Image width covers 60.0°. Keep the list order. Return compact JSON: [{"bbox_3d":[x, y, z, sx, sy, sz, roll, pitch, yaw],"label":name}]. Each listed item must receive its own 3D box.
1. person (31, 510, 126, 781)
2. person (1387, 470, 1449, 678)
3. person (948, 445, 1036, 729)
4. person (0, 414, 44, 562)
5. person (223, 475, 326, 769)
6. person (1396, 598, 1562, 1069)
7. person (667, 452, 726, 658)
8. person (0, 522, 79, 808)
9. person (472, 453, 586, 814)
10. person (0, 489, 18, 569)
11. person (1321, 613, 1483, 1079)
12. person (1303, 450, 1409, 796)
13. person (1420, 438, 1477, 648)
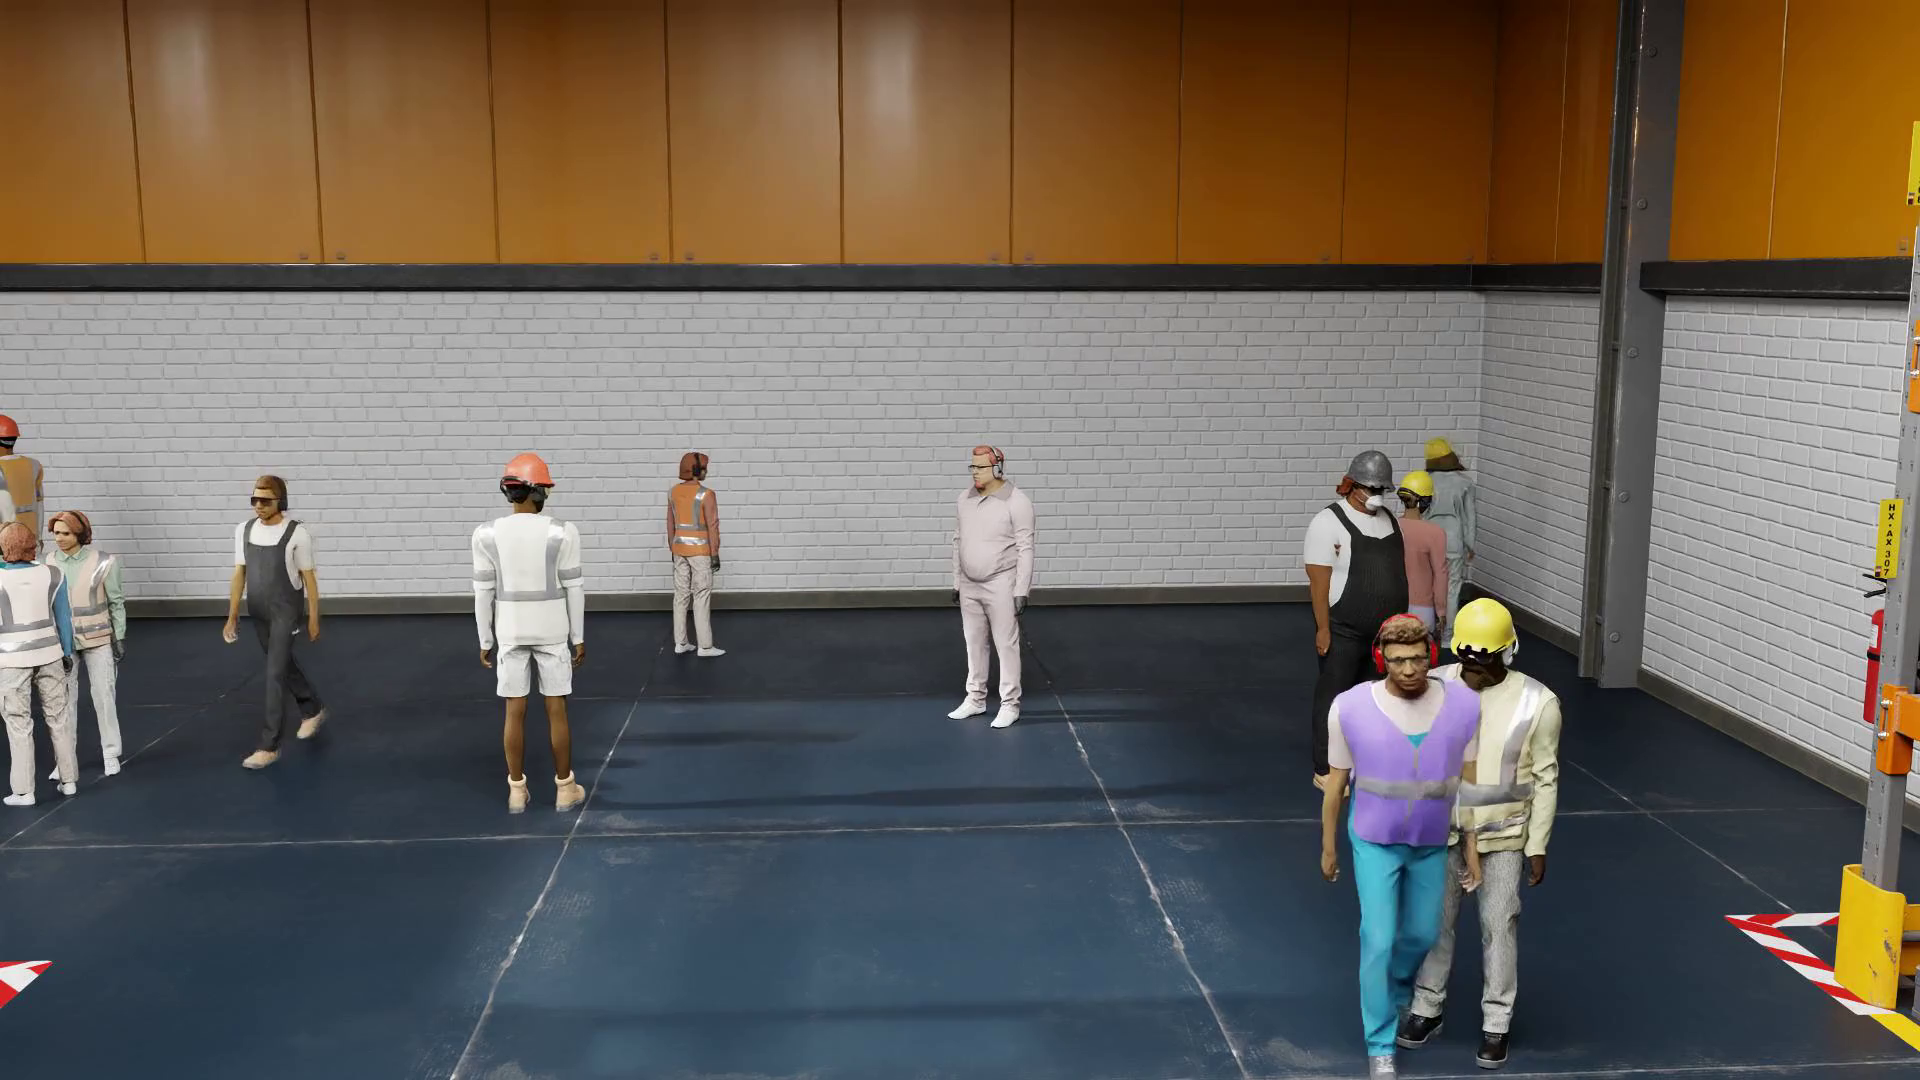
[{"bbox_3d":[-5.306,0.629,10.032,0.517,1.636,0.313,-2,9,-15],"label":"person"},{"bbox_3d":[2.960,0.422,10.928,0.534,1.767,0.320,8,12,42],"label":"person"},{"bbox_3d":[0.185,0.309,11.198,0.651,1.906,0.403,8,12,39],"label":"person"},{"bbox_3d":[-7.531,-0.027,13.207,0.360,1.939,0.543,3,10,20],"label":"person"},{"bbox_3d":[-4.324,0.467,10.567,0.517,1.804,0.970,2,9,15],"label":"person"},{"bbox_3d":[1.979,1.113,6.415,0.589,1.822,0.403,6,11,34],"label":"person"},{"bbox_3d":[-2.115,0.119,13.232,0.518,1.636,0.312,6,11,35],"label":"person"},{"bbox_3d":[-5.335,0.710,9.517,0.311,1.638,0.521,7,11,37],"label":"person"},{"bbox_3d":[-2.416,0.530,9.399,0.605,2.038,0.394,0,9,-2],"label":"person"},{"bbox_3d":[-7.343,0.191,12.466,0.576,1.745,0.310,-1,9,-5],"label":"person"},{"bbox_3d":[1.655,1.129,6.379,0.594,1.811,0.663,-1,9,-4],"label":"person"},{"bbox_3d":[2.372,0.472,9.752,0.676,2.000,0.536,-6,11,-31],"label":"person"},{"bbox_3d":[3.908,0.040,13.490,0.525,1.720,0.352,2,9,14],"label":"person"}]
